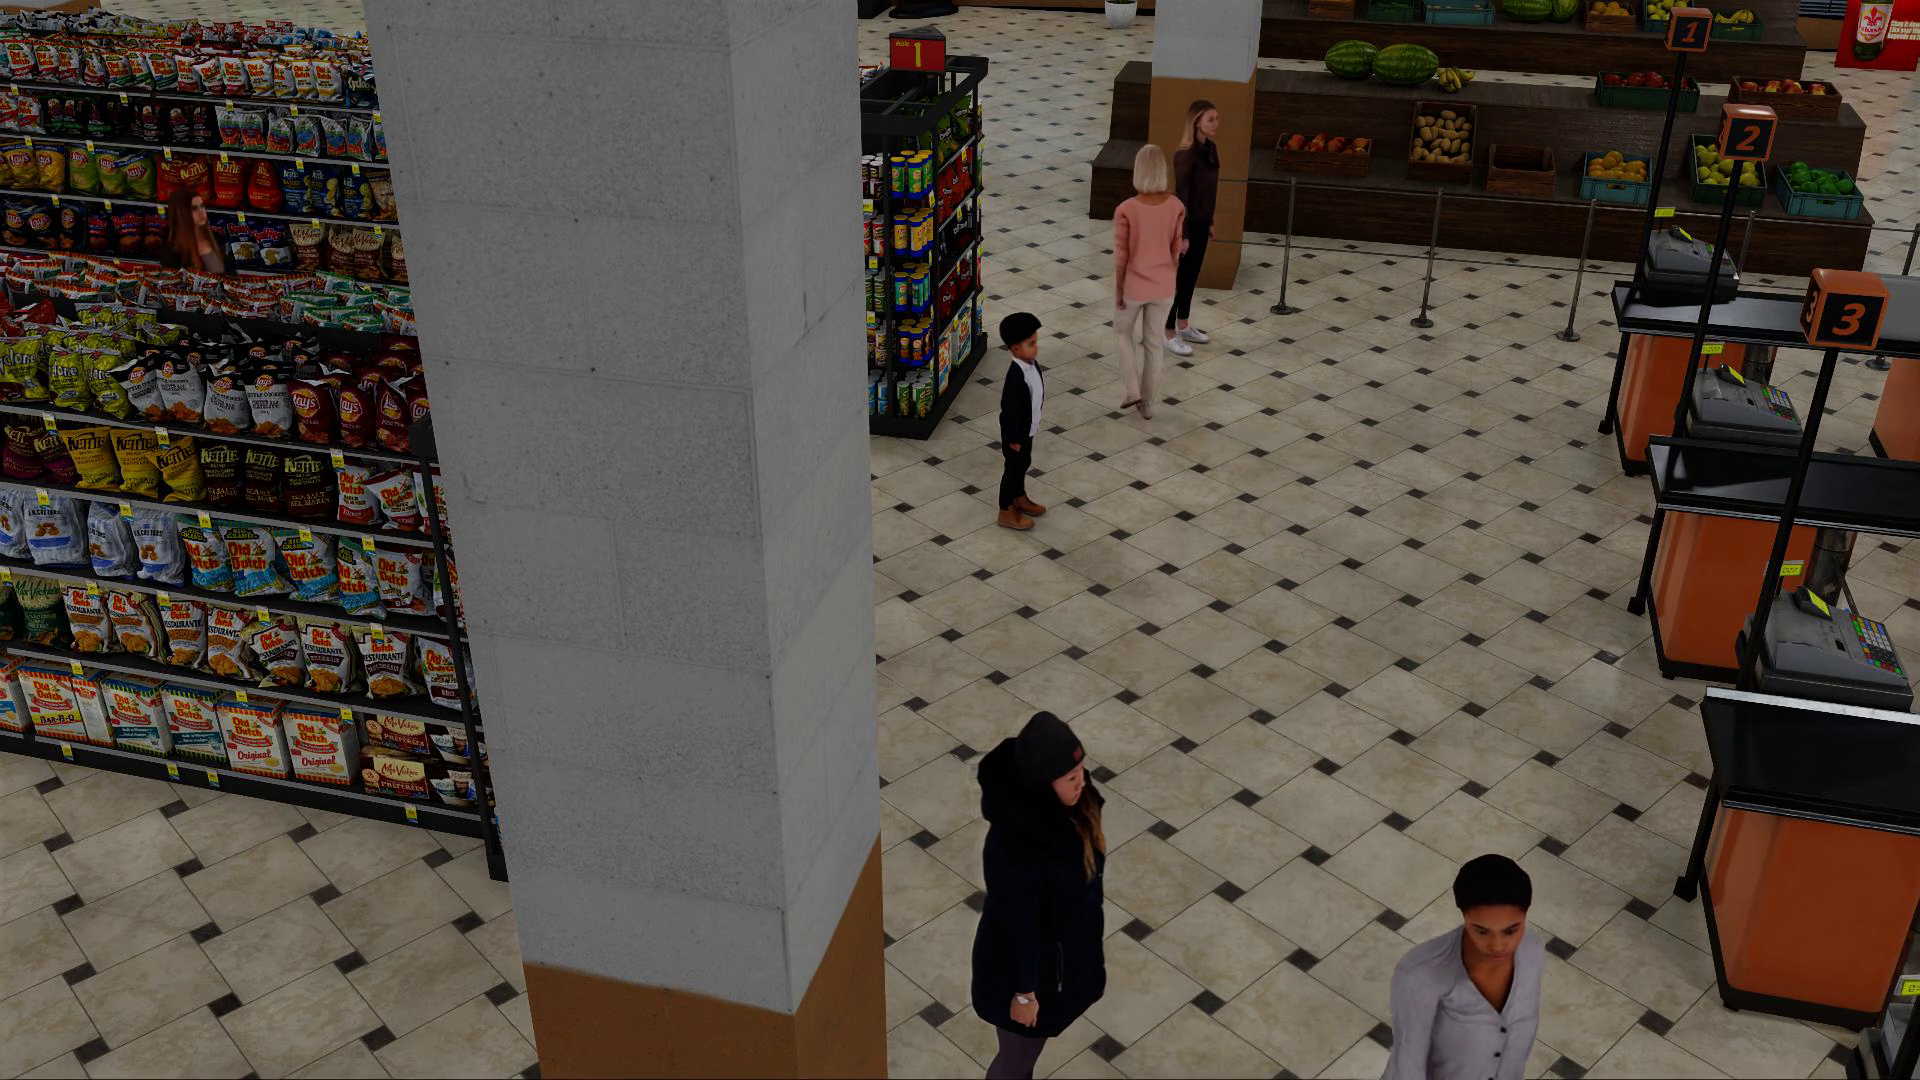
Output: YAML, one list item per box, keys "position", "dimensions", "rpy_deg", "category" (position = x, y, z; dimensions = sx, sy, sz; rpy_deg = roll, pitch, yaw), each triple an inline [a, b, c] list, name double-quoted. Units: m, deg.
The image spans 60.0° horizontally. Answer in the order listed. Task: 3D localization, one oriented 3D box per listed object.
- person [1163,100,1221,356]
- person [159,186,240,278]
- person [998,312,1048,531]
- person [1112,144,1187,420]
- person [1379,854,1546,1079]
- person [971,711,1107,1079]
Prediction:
- position: [1.551, -2.113, 11.214]
  dimensions: [0.629, 1.696, 0.668]
  rpy_deg: [19, 34, 31]
  category: "person"
- position: [-4.357, -1.195, 9.567]
  dimensions: [1.170, 1.662, 0.813]
  rpy_deg: [15, 32, 26]
  category: "person"
- position: [0.318, -0.657, 9.039]
  dimensions: [0.499, 1.223, 0.517]
  rpy_deg: [11, 30, 19]
  category: "person"
- position: [1.154, -1.515, 10.099]
  dimensions: [0.691, 1.714, 0.768]
  rpy_deg: [-3, 29, -6]
  category: "person"
- position: [1.275, 1.507, 4.582]
  dimensions: [1.200, 1.697, 1.048]
  rpy_deg: [-6, 29, -11]
  category: "person"
- position: [0.226, 1.237, 5.100]
  dimensions: [0.645, 1.674, 0.676]
  rpy_deg: [9, 30, 16]
  category: "person"
